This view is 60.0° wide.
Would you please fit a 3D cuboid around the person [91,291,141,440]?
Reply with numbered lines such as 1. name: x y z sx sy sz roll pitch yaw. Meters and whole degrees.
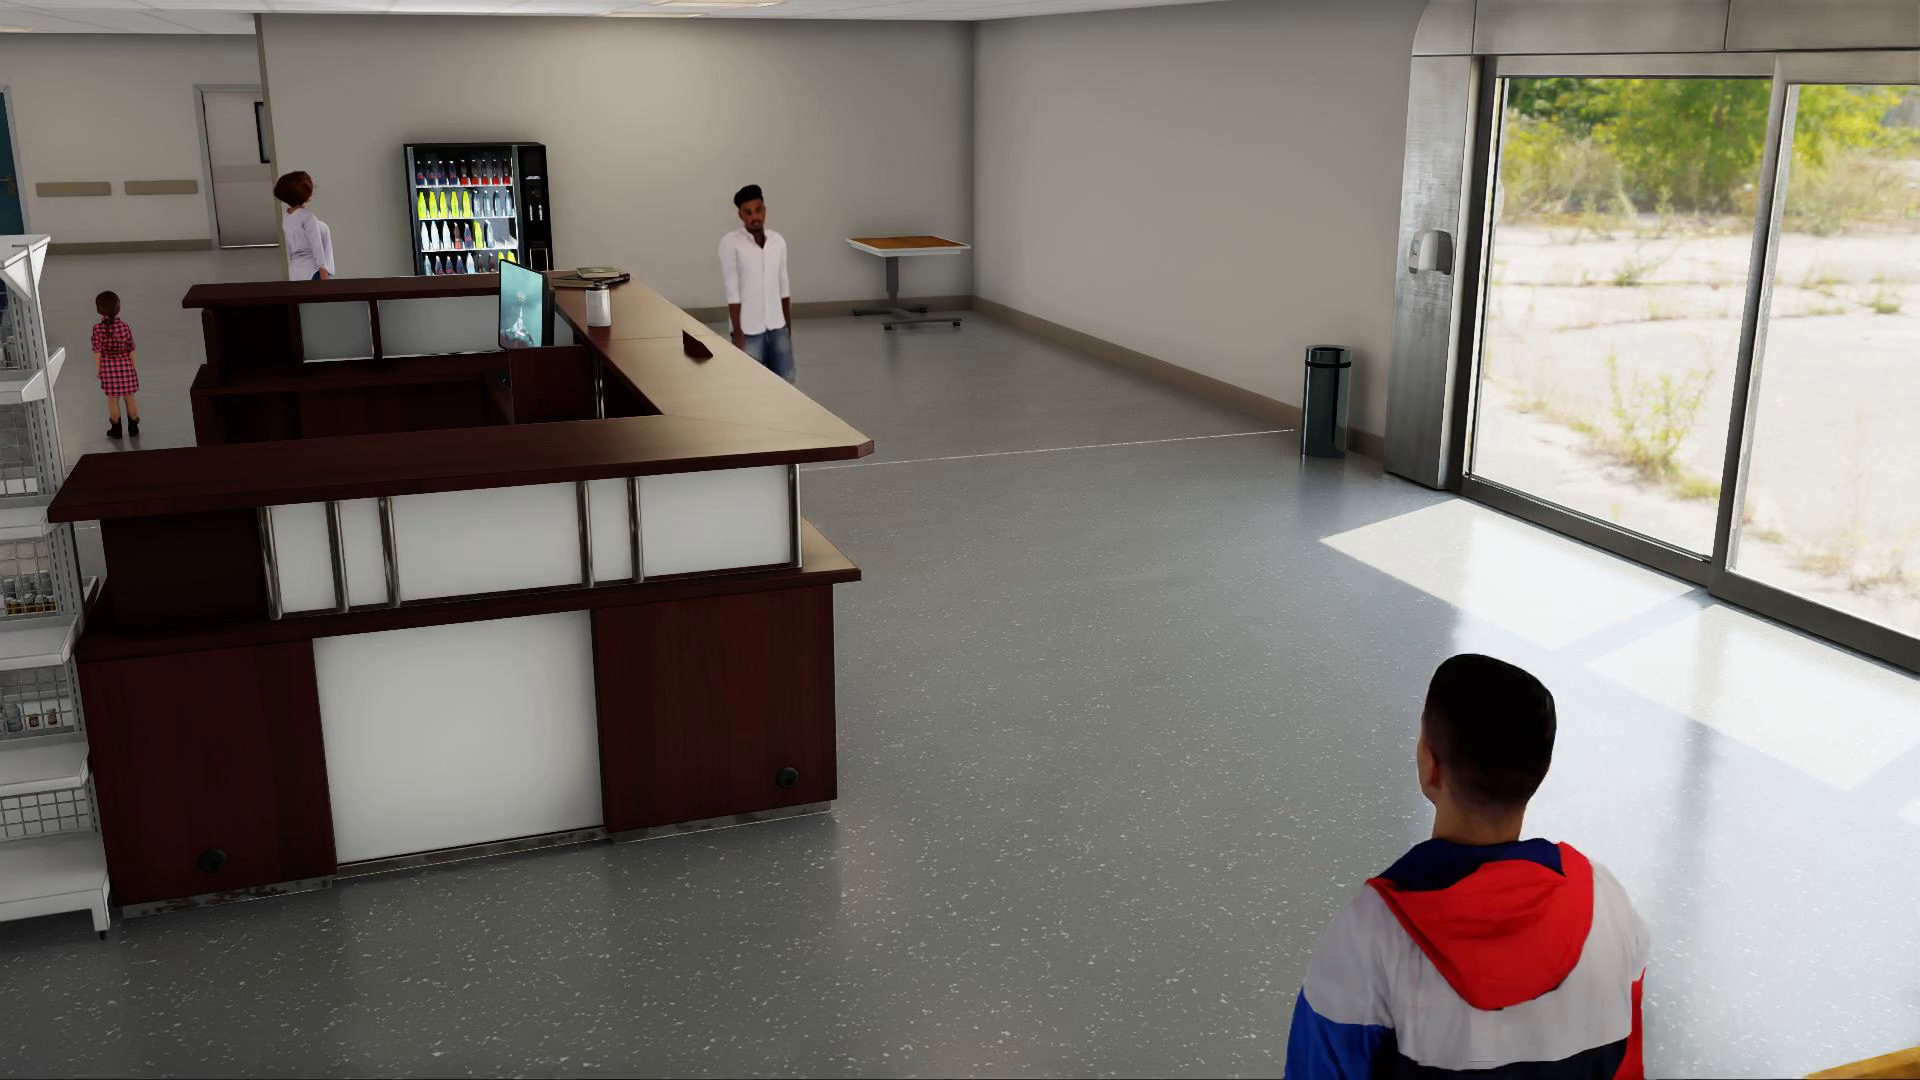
1. person: -5.903 -1.225 11.614 0.448 1.021 0.543 -13 20 -38

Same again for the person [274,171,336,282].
1. person: -5.397 -2.185 13.742 0.746 1.713 0.772 13 20 38

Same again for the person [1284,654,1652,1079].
1. person: 0.715 1.040 2.272 0.890 1.732 0.779 -4 16 -14

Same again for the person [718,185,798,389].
1. person: -1.346 -1.399 10.817 0.663 1.790 0.762 -10 19 -32
